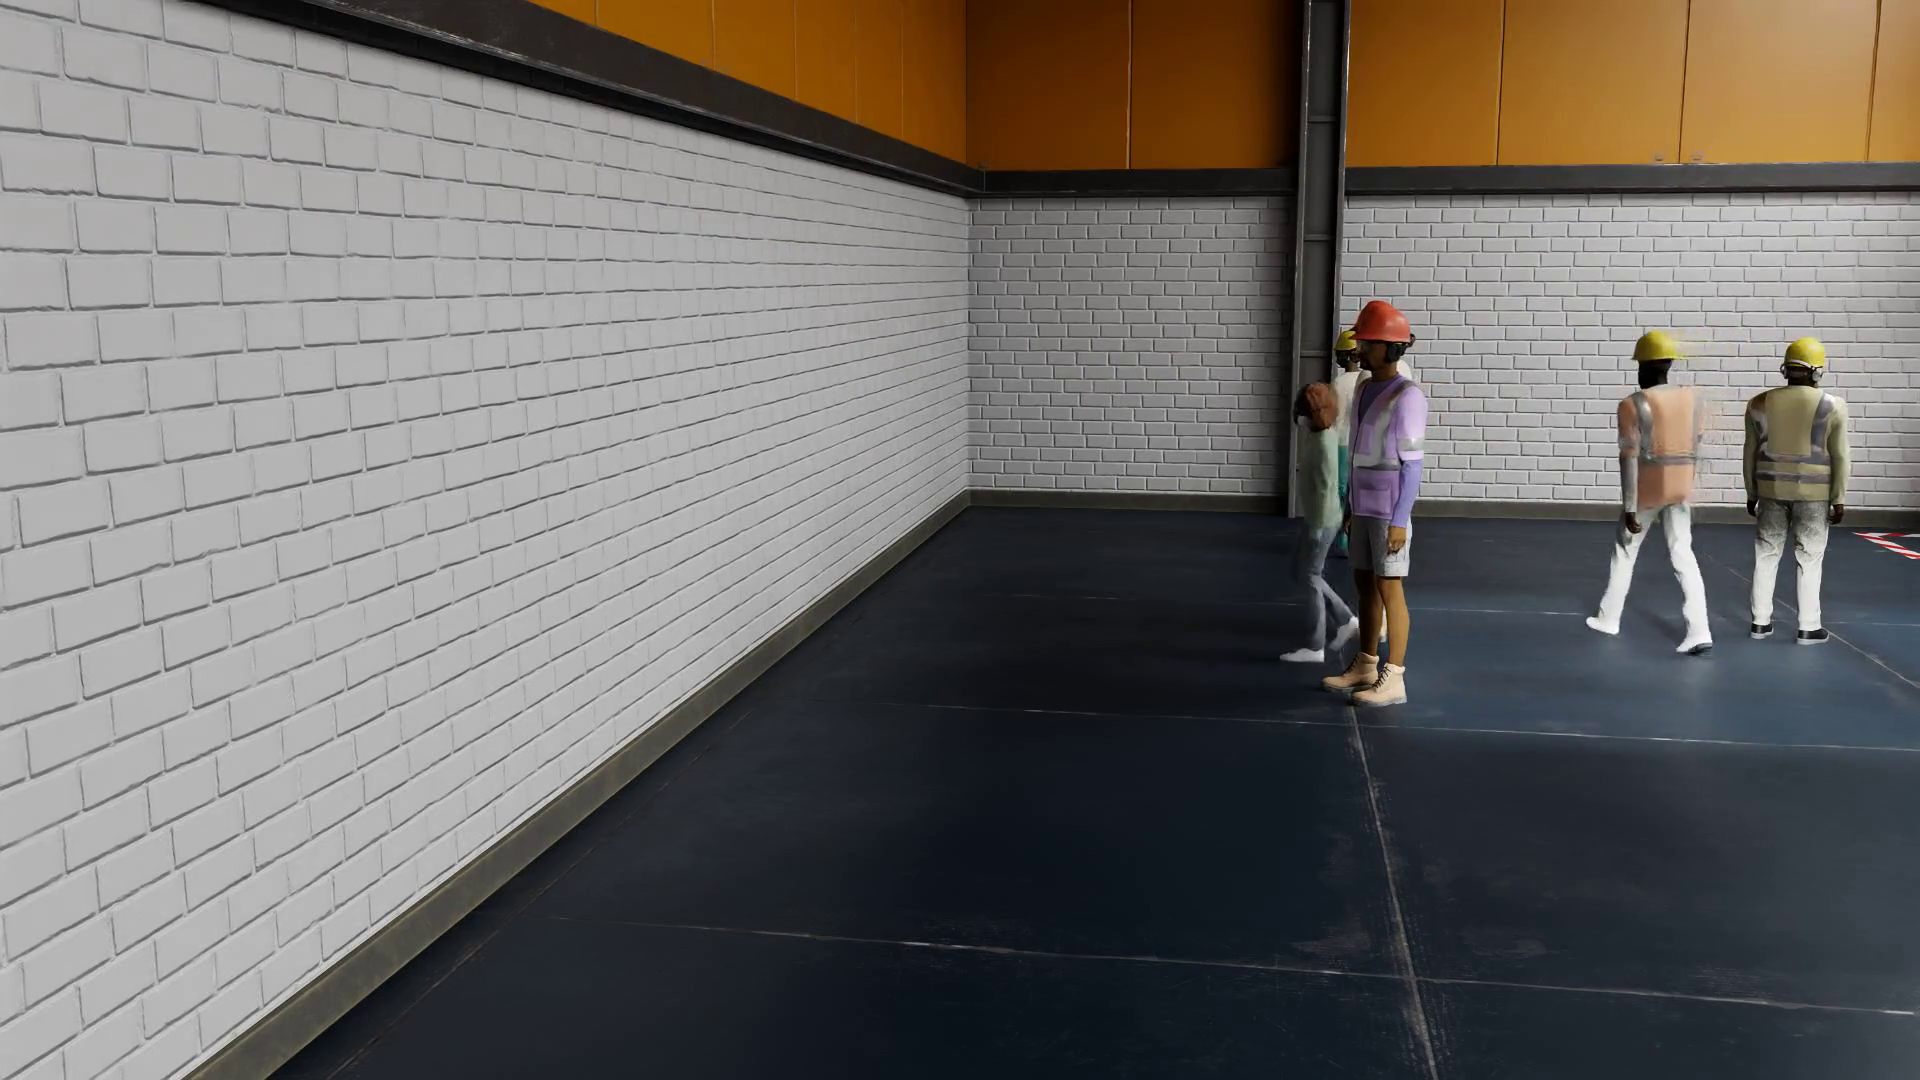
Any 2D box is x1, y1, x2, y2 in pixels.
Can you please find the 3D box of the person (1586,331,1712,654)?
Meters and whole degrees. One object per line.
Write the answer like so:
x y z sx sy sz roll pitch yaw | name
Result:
4.130 -0.287 9.799 0.597 1.878 1.018 -1 9 -9 | person

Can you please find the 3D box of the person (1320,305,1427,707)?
2.132 -0.172 8.532 0.370 2.048 0.607 -3 9 -15 | person

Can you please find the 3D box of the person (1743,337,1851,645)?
4.995 -0.293 9.944 0.590 1.833 0.404 8 12 42 | person

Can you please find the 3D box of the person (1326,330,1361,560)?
2.997 -0.731 12.872 0.524 1.769 0.314 -9 13 -43 | person

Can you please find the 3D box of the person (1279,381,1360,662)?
2.019 -0.092 9.358 0.399 1.611 0.527 2 9 12 | person

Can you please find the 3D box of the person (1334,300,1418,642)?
2.494 -0.409 10.012 0.380 2.045 0.605 7 12 38 | person
